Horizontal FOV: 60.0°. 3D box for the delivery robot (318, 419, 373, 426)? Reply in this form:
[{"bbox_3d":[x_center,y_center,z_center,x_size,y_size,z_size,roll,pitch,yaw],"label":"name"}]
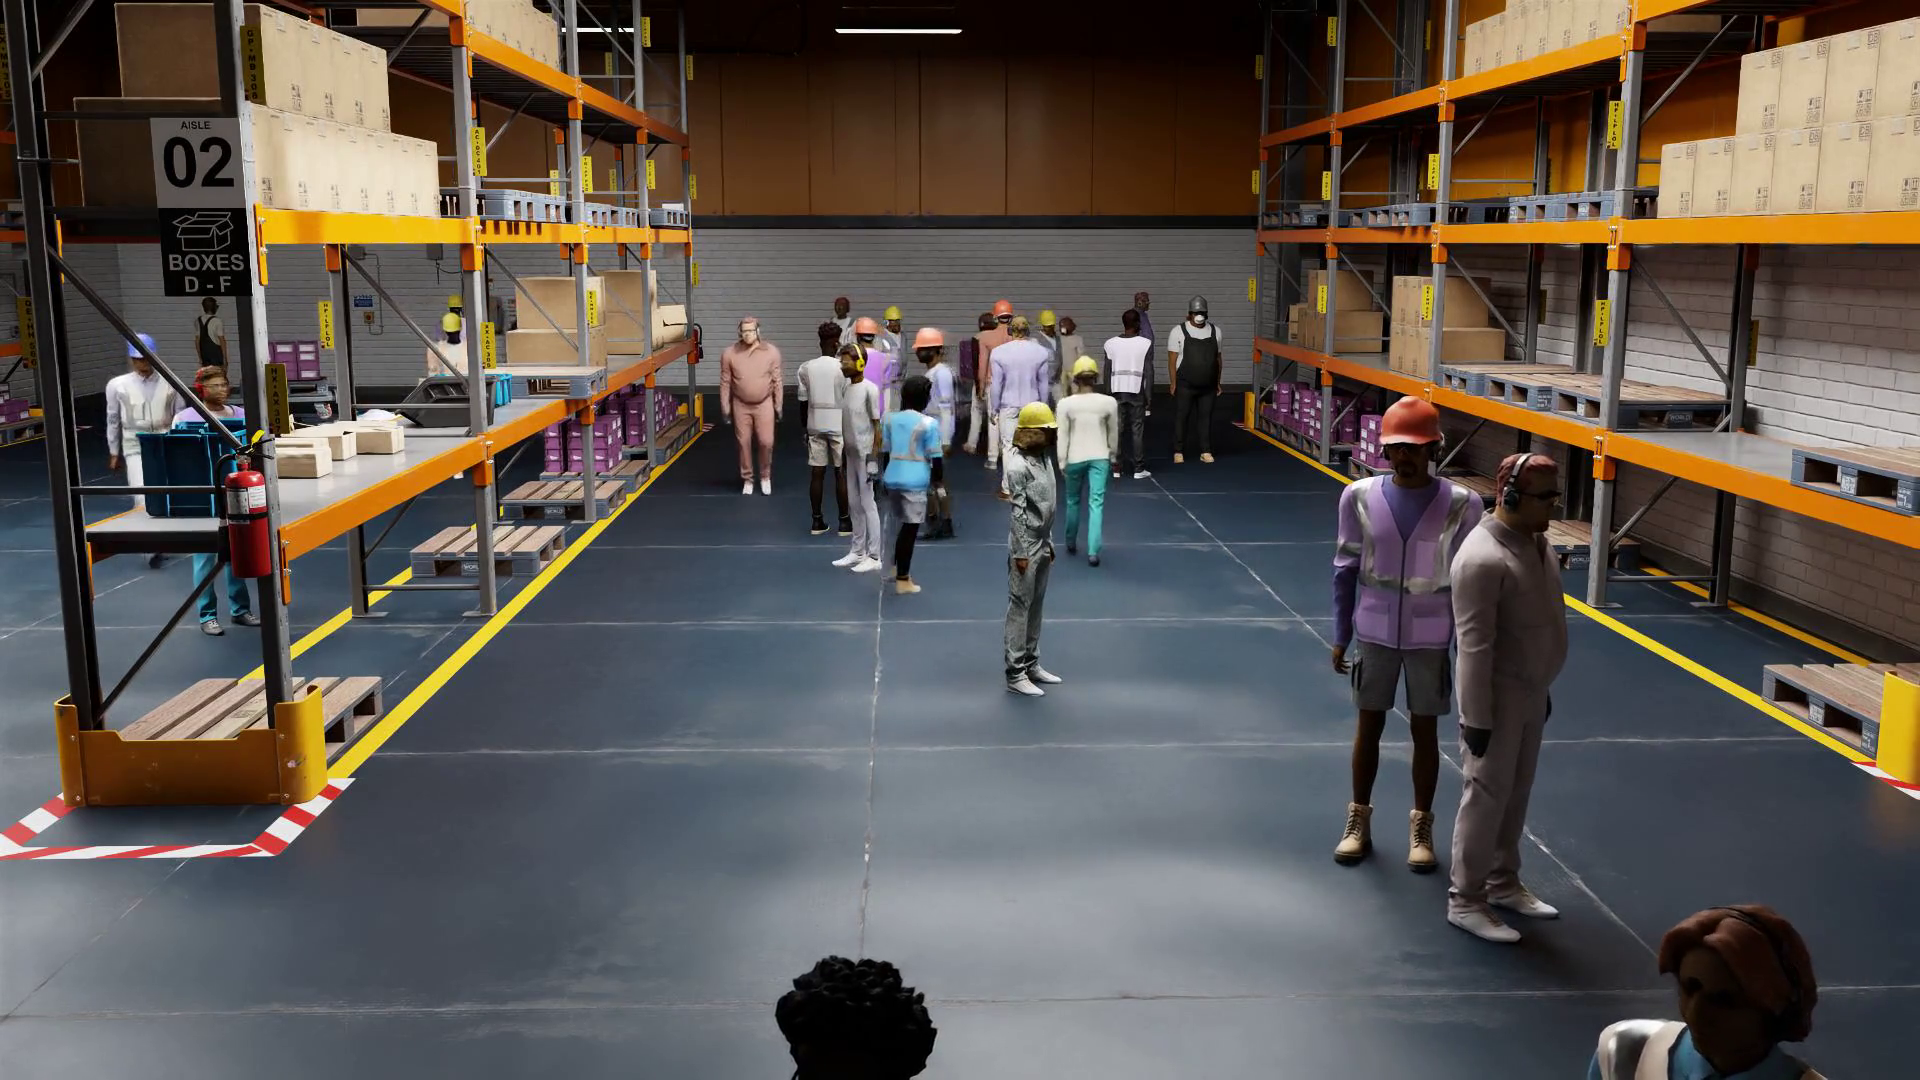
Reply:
[{"bbox_3d":[-7.650,-1.368,20.846,0.707,0.478,0.477,-6,12,-29],"label":"delivery robot"}]

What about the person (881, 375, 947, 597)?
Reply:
[{"bbox_3d":[-0.369,-0.411,12.666,0.482,1.672,0.546,-10,14,-43],"label":"person"}]

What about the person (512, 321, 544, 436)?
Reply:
[{"bbox_3d":[-5.894,-2.404,23.005,0.634,1.951,0.744,3,10,14],"label":"person"}]

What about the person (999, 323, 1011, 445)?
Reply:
[{"bbox_3d":[0.679,-2.016,21.744,0.497,1.626,0.288,-1,10,-4],"label":"person"}]

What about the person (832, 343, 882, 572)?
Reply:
[{"bbox_3d":[-0.828,-0.668,13.575,0.309,1.858,0.535,-7,12,-32],"label":"person"}]

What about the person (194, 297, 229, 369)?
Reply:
[{"bbox_3d":[-11.404,-2.780,25.380,0.506,1.846,0.350,3,11,15],"label":"person"}]

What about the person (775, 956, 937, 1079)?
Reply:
[{"bbox_3d":[-0.146,1.413,2.435,0.535,1.697,0.318,2,10,12],"label":"person"}]

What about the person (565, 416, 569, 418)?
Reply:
[{"bbox_3d":[-5.329,-2.107,22.329,0.523,1.591,0.874,-1,10,-6],"label":"person"}]

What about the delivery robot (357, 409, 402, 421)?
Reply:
[{"bbox_3d":[-7.622,-1.531,21.756,0.477,0.478,0.707,6,12,29],"label":"delivery robot"}]

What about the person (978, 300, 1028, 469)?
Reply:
[{"bbox_3d":[0.513,-1.832,19.675,0.618,1.997,0.373,-2,10,-10],"label":"person"}]

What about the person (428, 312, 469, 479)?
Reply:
[{"bbox_3d":[-5.743,-1.647,18.945,0.592,1.896,0.545,-5,11,-26],"label":"person"}]

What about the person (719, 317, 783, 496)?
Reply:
[{"bbox_3d":[-2.206,-1.398,17.564,0.673,1.886,0.576,-1,10,-5],"label":"person"}]

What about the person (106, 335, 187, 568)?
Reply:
[{"bbox_3d":[-6.662,-0.727,13.757,0.639,1.905,0.937,-7,12,-35],"label":"person"}]

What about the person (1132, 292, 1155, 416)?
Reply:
[{"bbox_3d":[2.805,-2.881,25.771,0.409,1.909,0.643,1,10,6],"label":"person"}]

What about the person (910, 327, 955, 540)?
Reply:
[{"bbox_3d":[-0.299,-0.943,14.942,0.585,1.914,0.565,-3,11,-15],"label":"person"}]

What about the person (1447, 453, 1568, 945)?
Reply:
[{"bbox_3d":[2.121,0.601,6.415,0.400,1.896,0.654,8,13,39],"label":"person"}]

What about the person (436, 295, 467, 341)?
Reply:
[{"bbox_3d":[-7.154,-2.532,23.759,0.587,1.931,0.354,-3,10,-14],"label":"person"}]

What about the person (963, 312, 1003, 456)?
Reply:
[{"bbox_3d":[0.350,-1.957,20.944,0.650,1.792,0.909,-8,13,-37],"label":"person"}]

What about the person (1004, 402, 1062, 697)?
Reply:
[{"bbox_3d":[0.447,0.045,9.926,0.294,1.744,0.484,5,11,24],"label":"person"}]

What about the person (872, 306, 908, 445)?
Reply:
[{"bbox_3d":[-0.894,-2.176,22.047,0.404,1.834,0.591,10,14,43],"label":"person"}]

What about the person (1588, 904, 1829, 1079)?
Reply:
[{"bbox_3d":[1.246,1.381,2.771,0.310,1.638,0.522,-8,13,-38],"label":"person"}]

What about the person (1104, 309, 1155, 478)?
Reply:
[{"bbox_3d":[1.917,-1.655,18.918,0.590,1.916,0.398,5,11,24],"label":"person"}]

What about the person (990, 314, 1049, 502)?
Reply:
[{"bbox_3d":[0.607,-1.353,17.168,0.635,1.939,0.366,-2,10,-13],"label":"person"}]

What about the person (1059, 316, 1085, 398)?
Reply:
[{"bbox_3d":[1.613,-2.463,24.285,0.512,1.609,0.593,5,11,26],"label":"person"}]

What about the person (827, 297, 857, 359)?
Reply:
[{"bbox_3d":[-1.731,-2.643,24.516,0.611,1.874,0.444,6,12,31],"label":"person"}]

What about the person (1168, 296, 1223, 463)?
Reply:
[{"bbox_3d":[2.878,-1.941,20.160,0.688,2.000,0.536,-2,10,-10],"label":"person"}]

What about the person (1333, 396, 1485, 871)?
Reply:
[{"bbox_3d":[1.889,0.405,7.082,0.611,2.042,0.396,4,11,21],"label":"person"}]

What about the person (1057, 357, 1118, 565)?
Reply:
[{"bbox_3d":[1.072,-0.681,14.049,0.529,1.719,0.918,0,10,2],"label":"person"}]

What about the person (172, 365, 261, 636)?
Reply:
[{"bbox_3d":[-5.108,-0.282,11.460,0.388,1.846,0.565,6,12,32],"label":"person"}]

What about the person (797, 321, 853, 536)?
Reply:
[{"bbox_3d":[-1.181,-1.013,15.204,0.603,1.964,0.367,4,11,21],"label":"person"}]

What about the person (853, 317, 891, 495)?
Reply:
[{"bbox_3d":[-0.941,-1.312,16.992,0.552,1.921,0.628,-6,12,-28],"label":"person"}]

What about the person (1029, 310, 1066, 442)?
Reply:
[{"bbox_3d":[1.175,-2.118,21.860,0.475,1.791,0.612,10,14,43],"label":"person"}]
